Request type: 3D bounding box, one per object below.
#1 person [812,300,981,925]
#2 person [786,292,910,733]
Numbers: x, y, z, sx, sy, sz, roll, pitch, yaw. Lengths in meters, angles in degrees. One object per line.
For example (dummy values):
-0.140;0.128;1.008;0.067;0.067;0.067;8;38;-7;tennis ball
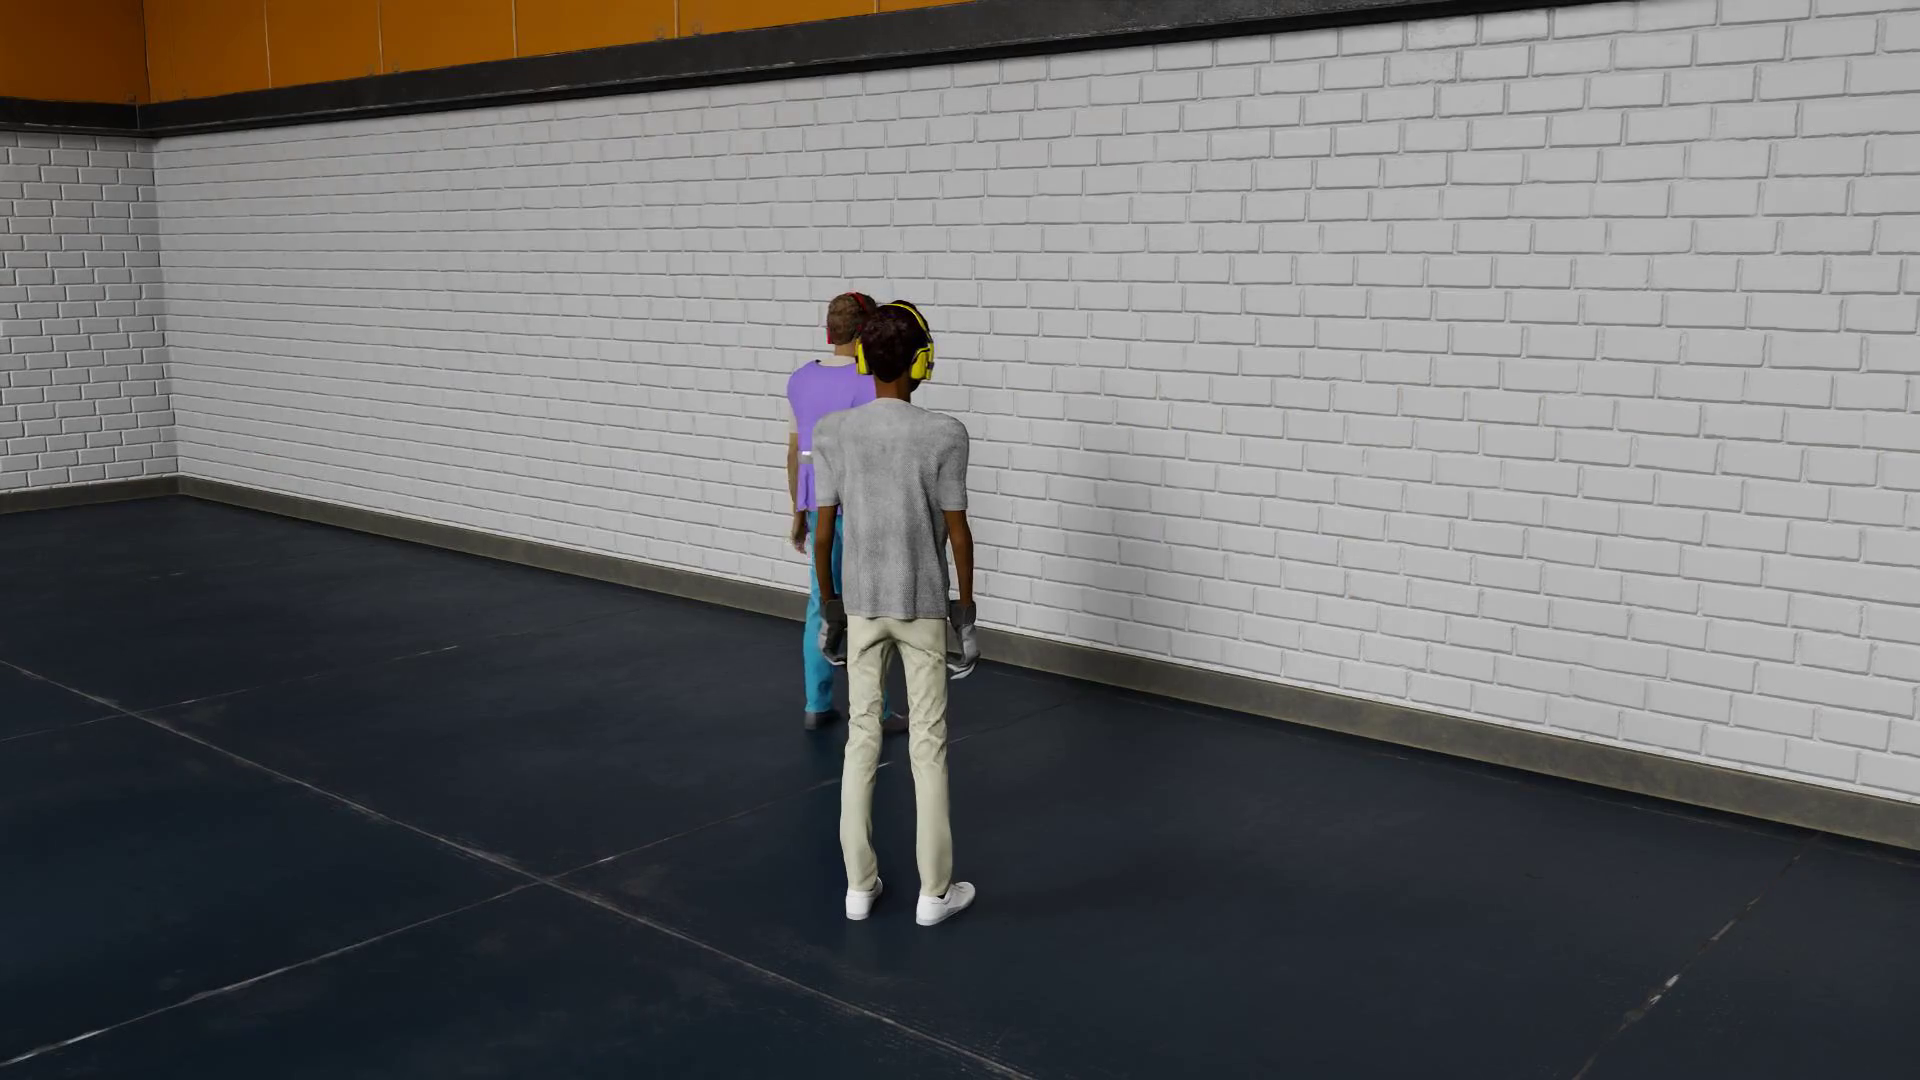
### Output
-0.186;0.226;4.980;0.513;1.872;0.328;3;10;14;person
-0.455;-0.091;6.895;0.657;1.841;0.400;7;12;33;person
